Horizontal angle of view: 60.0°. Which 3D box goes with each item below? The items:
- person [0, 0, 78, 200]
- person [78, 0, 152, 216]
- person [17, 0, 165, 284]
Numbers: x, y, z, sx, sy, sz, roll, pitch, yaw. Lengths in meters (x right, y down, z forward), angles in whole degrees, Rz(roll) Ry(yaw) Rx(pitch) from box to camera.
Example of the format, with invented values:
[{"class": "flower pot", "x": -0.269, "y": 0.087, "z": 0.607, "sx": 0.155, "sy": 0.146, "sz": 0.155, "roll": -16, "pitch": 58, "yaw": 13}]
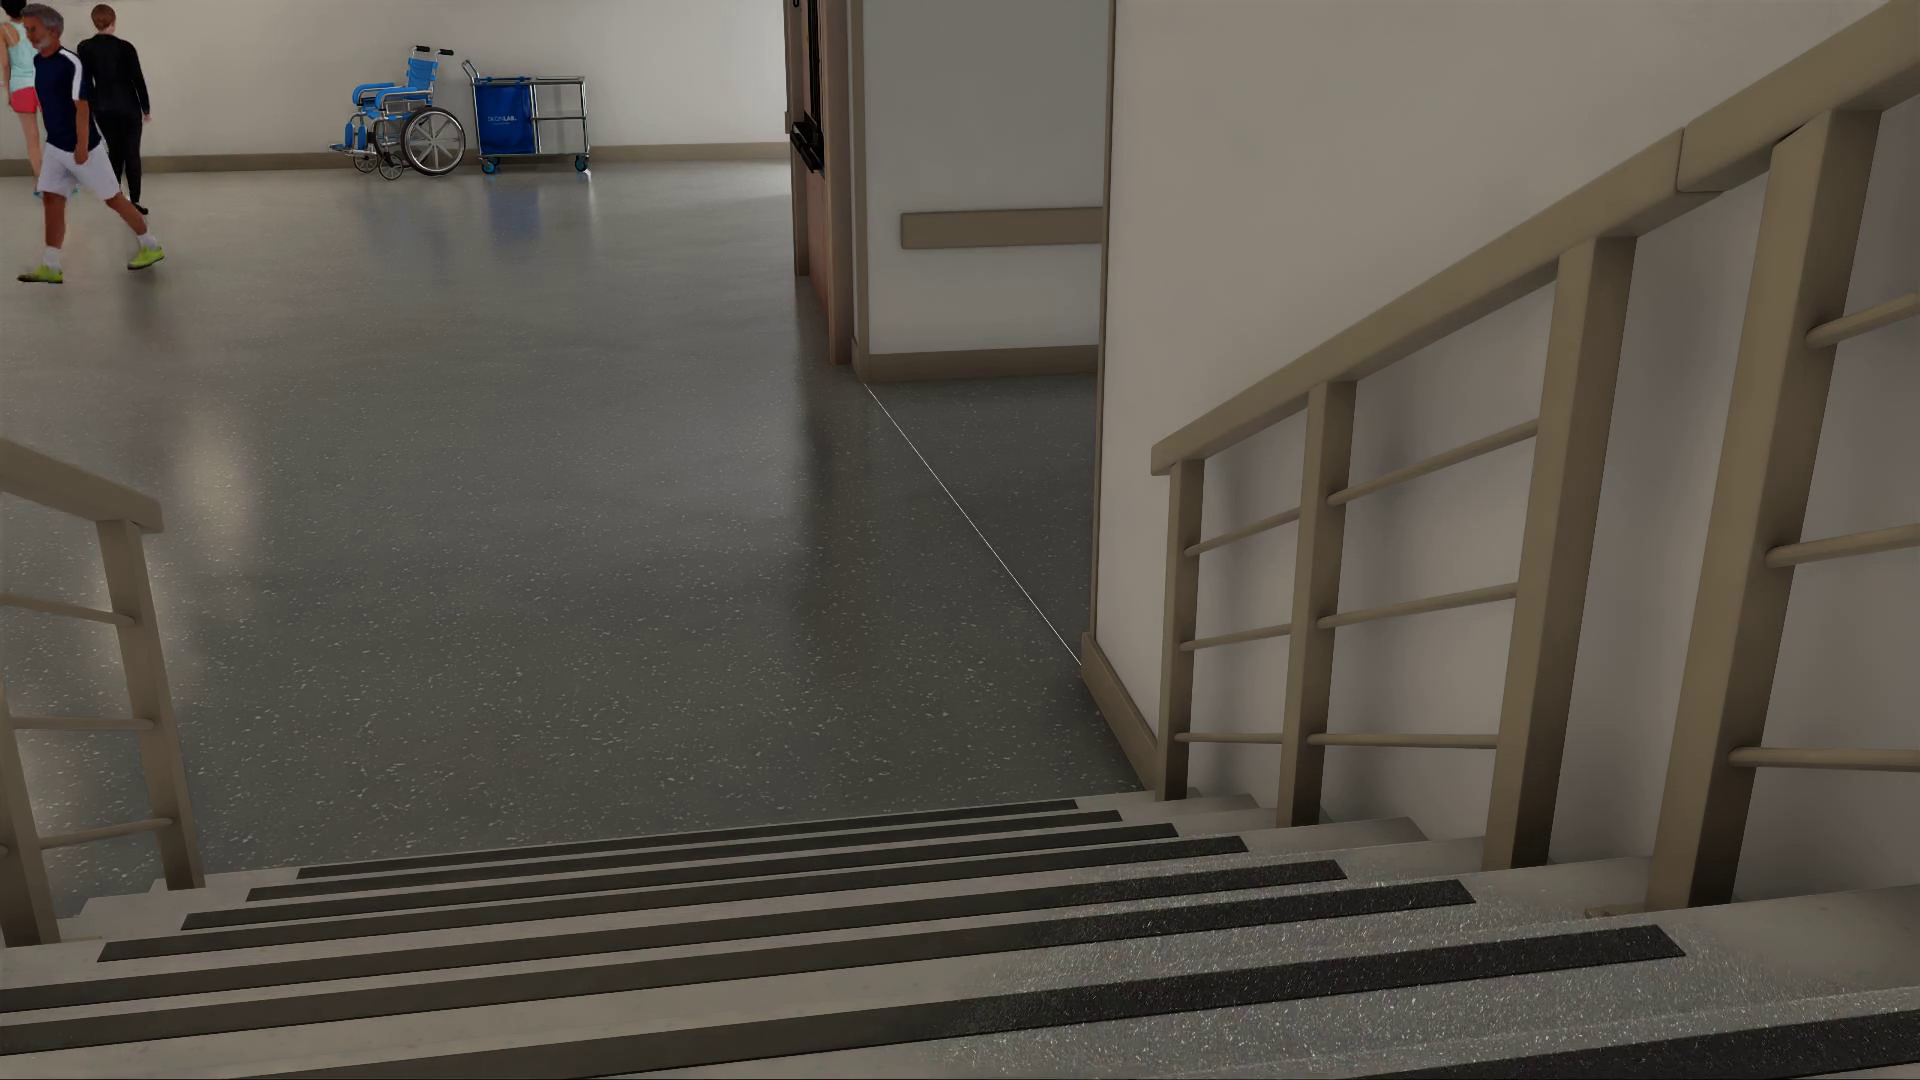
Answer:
[{"class": "person", "x": -8.065, "y": -3.888, "z": 14.483, "sx": 0.652, "sy": 1.763, "sz": 0.646, "roll": -11, "pitch": 23, "yaw": -27}, {"class": "person", "x": -6.797, "y": -3.415, "z": 13.360, "sx": 0.650, "sy": 1.674, "sz": 0.685, "roll": -2, "pitch": 21, "yaw": -4}, {"class": "person", "x": -5.812, "y": -2.614, "z": 11.099, "sx": 1.161, "sy": 1.777, "sz": 1.304, "roll": 11, "pitch": 23, "yaw": 26}]
